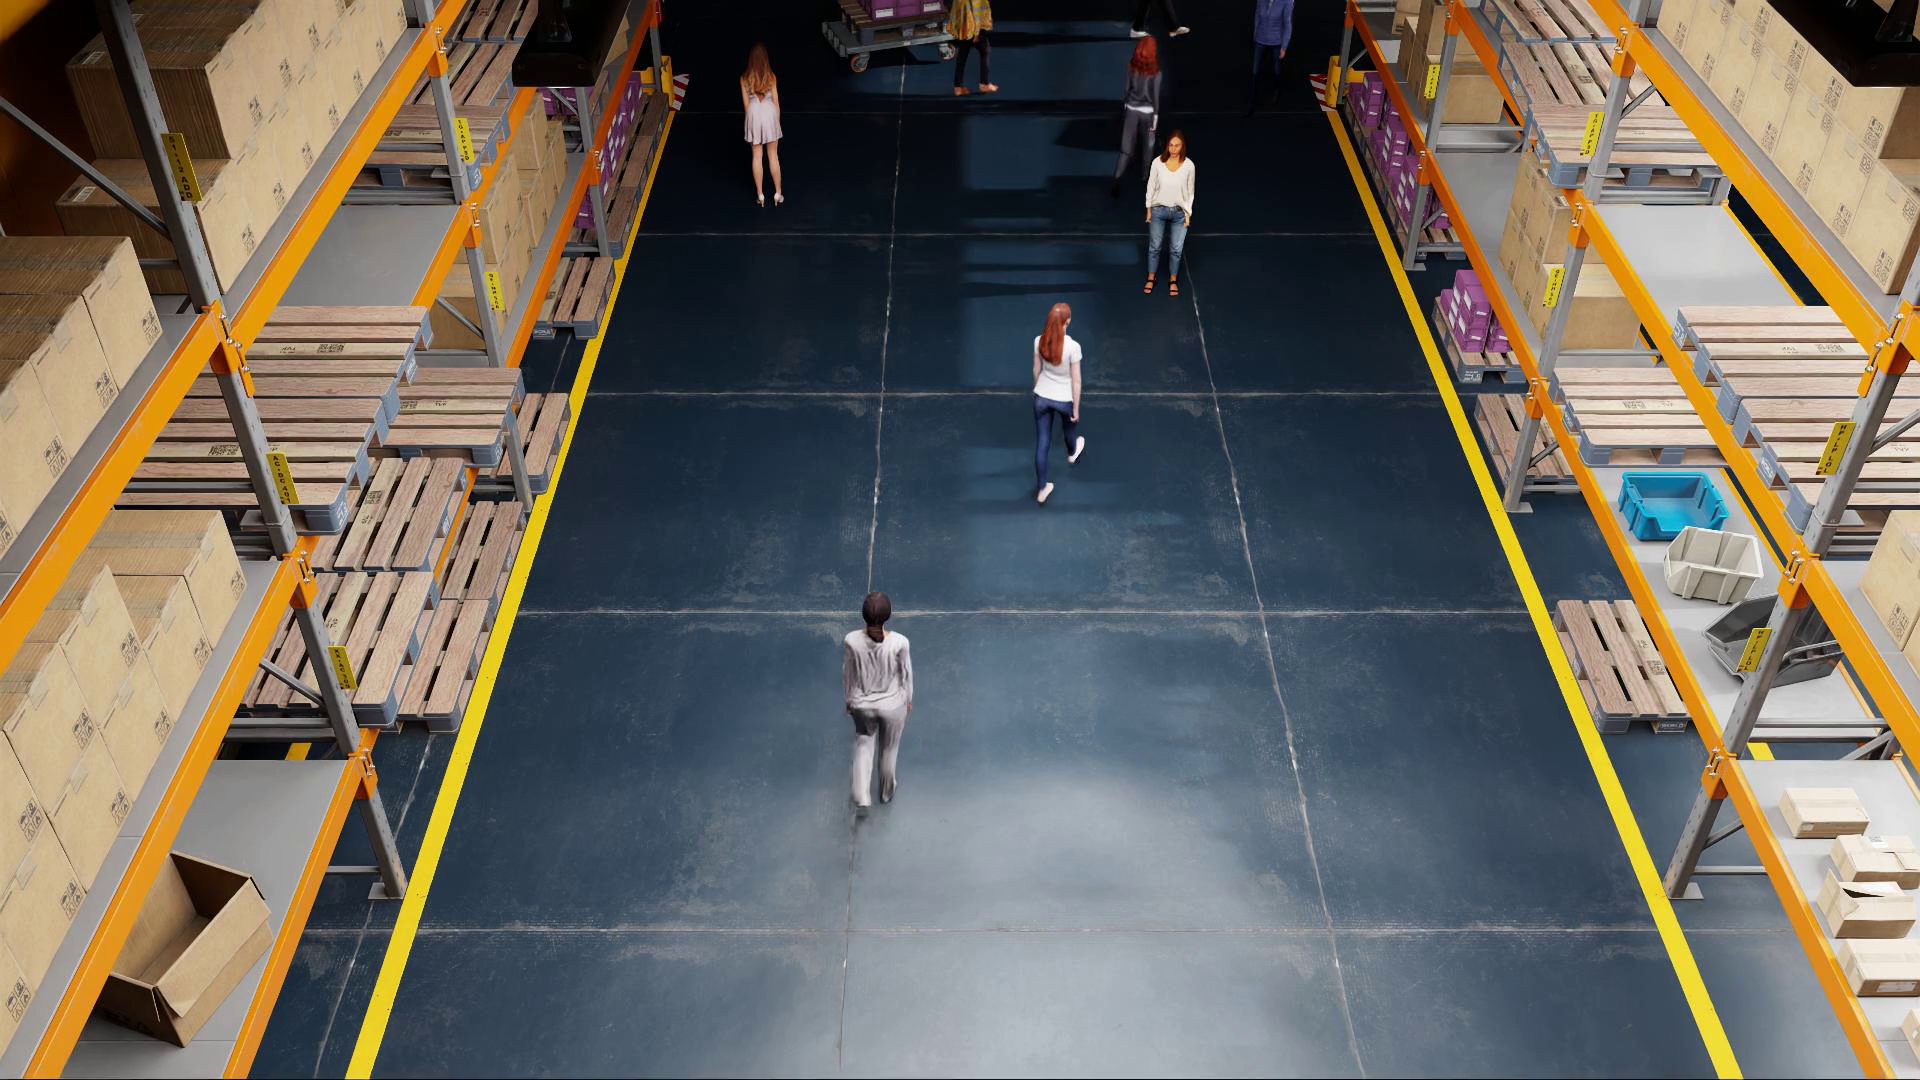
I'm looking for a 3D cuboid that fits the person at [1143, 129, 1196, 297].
[{"bbox_3d":[2.008,-3.151,15.953,0.646,1.682,0.589,6,39,8],"label":"person"}]

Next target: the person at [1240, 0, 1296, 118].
[{"bbox_3d":[3.640,-5.793,19.244,1.010,1.705,1.203,21,43,24],"label":"person"}]

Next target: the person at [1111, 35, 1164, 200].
[{"bbox_3d":[1.854,-4.413,17.480,0.911,1.750,1.157,19,42,22],"label":"person"}]

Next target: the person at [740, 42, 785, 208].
[{"bbox_3d":[-2.059,-4.320,17.347,0.573,1.770,0.589,-3,39,-3],"label":"person"}]

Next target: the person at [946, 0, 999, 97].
[{"bbox_3d":[0.046,-5.996,19.551,0.960,1.638,0.909,-22,44,-25],"label":"person"}]

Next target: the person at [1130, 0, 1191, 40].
[{"bbox_3d":[2.387,-7.114,20.934,0.918,1.661,1.012,11,40,13],"label":"person"}]

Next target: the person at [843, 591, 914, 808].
[{"bbox_3d":[-0.532,1.093,10.573,0.646,1.764,0.756,6,39,7],"label":"person"}]

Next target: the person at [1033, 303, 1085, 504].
[{"bbox_3d":[0.728,-1.053,13.311,0.848,1.702,1.133,14,41,17],"label":"person"}]
